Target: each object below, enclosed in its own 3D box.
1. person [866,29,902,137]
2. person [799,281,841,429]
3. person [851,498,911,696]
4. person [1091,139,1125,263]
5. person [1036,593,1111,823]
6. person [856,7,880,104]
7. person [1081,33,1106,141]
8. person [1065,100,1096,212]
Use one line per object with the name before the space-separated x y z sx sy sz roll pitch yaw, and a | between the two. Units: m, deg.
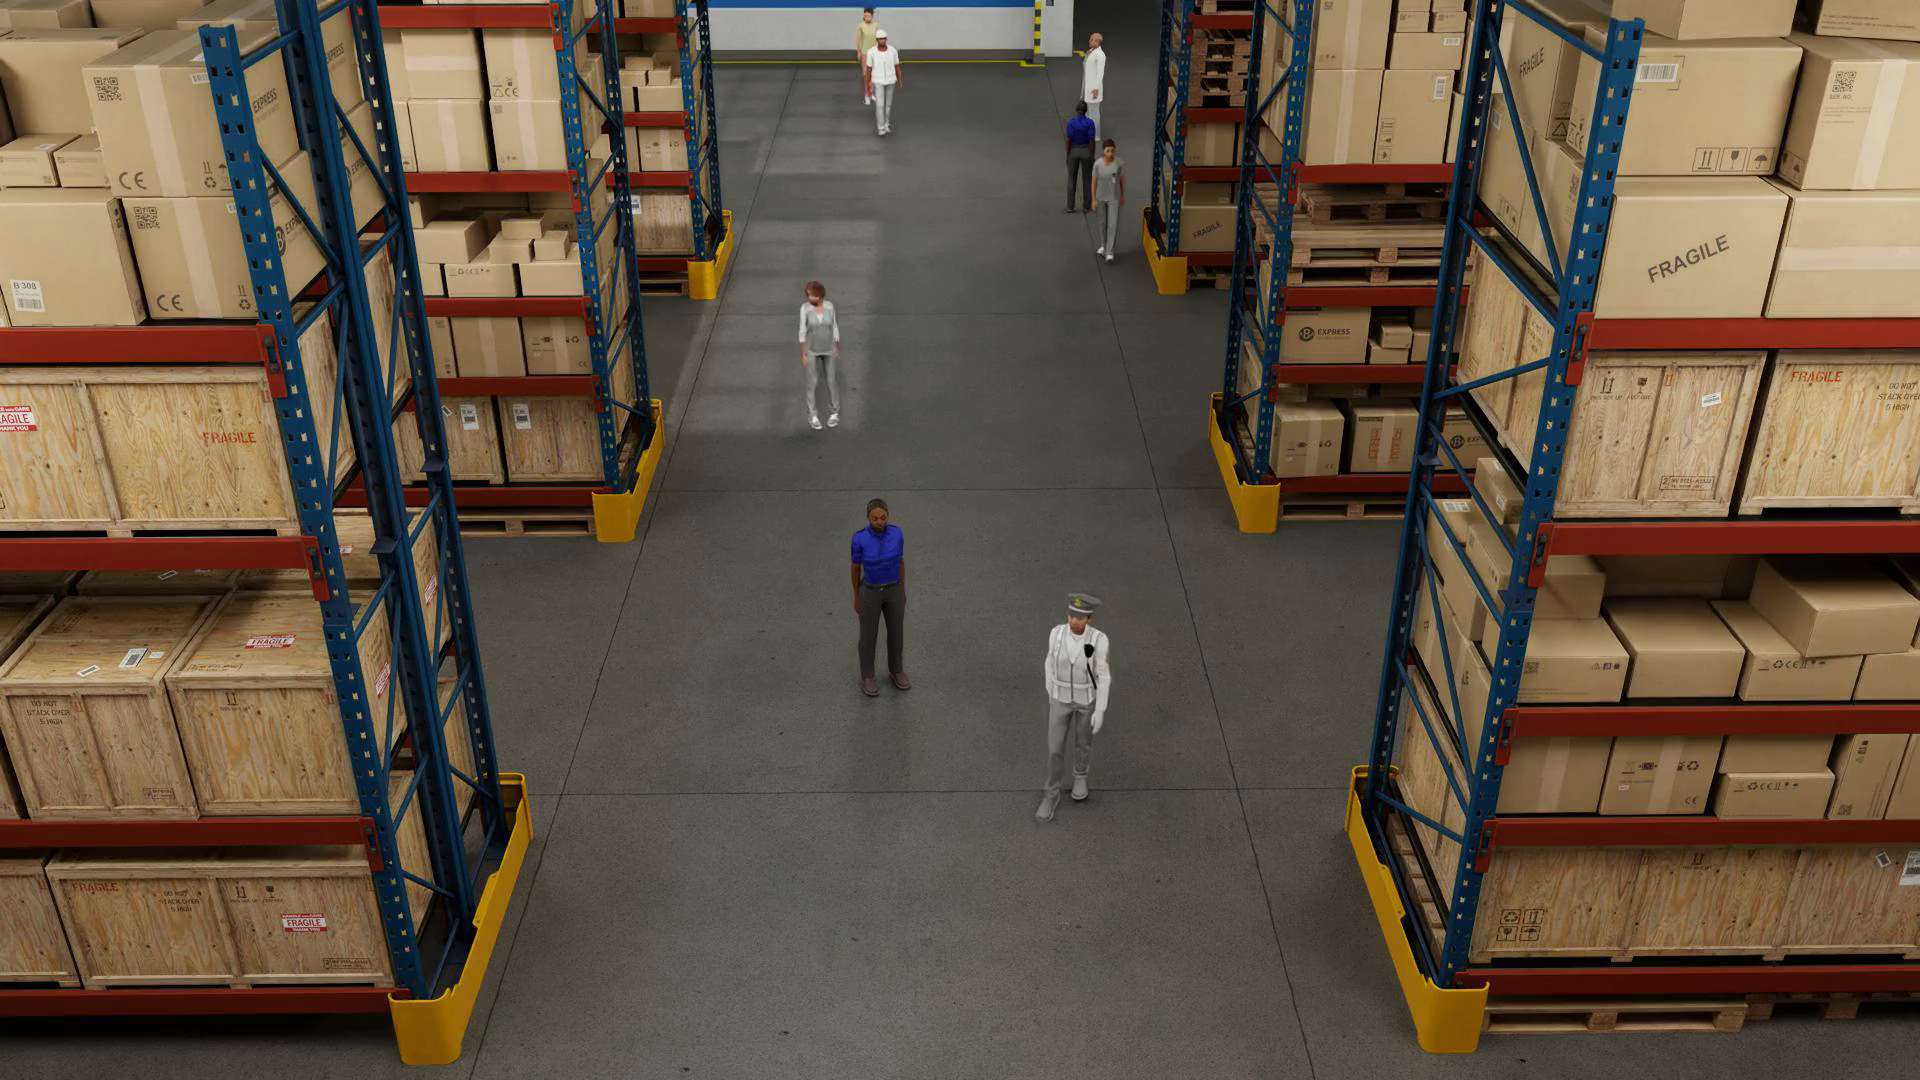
person | -1.256 -7.785 28.376 0.581 1.751 0.801 -8 29 -15
person | -1.488 -1.979 17.757 0.433 1.604 0.375 -6 29 -11
person | -0.622 0.439 13.203 0.440 1.659 0.348 -10 30 -18
person | 1.974 -4.597 22.527 0.442 1.643 0.890 8 29 14
person | 0.807 1.172 11.770 0.493 1.693 0.587 7 29 12
person | -1.619 -8.905 30.521 0.462 1.677 0.590 -11 30 -20
person | 2.211 -7.671 28.159 0.392 1.781 0.554 -6 29 -12
person | 1.780 -5.680 24.588 0.434 1.657 0.358 1 28 1
